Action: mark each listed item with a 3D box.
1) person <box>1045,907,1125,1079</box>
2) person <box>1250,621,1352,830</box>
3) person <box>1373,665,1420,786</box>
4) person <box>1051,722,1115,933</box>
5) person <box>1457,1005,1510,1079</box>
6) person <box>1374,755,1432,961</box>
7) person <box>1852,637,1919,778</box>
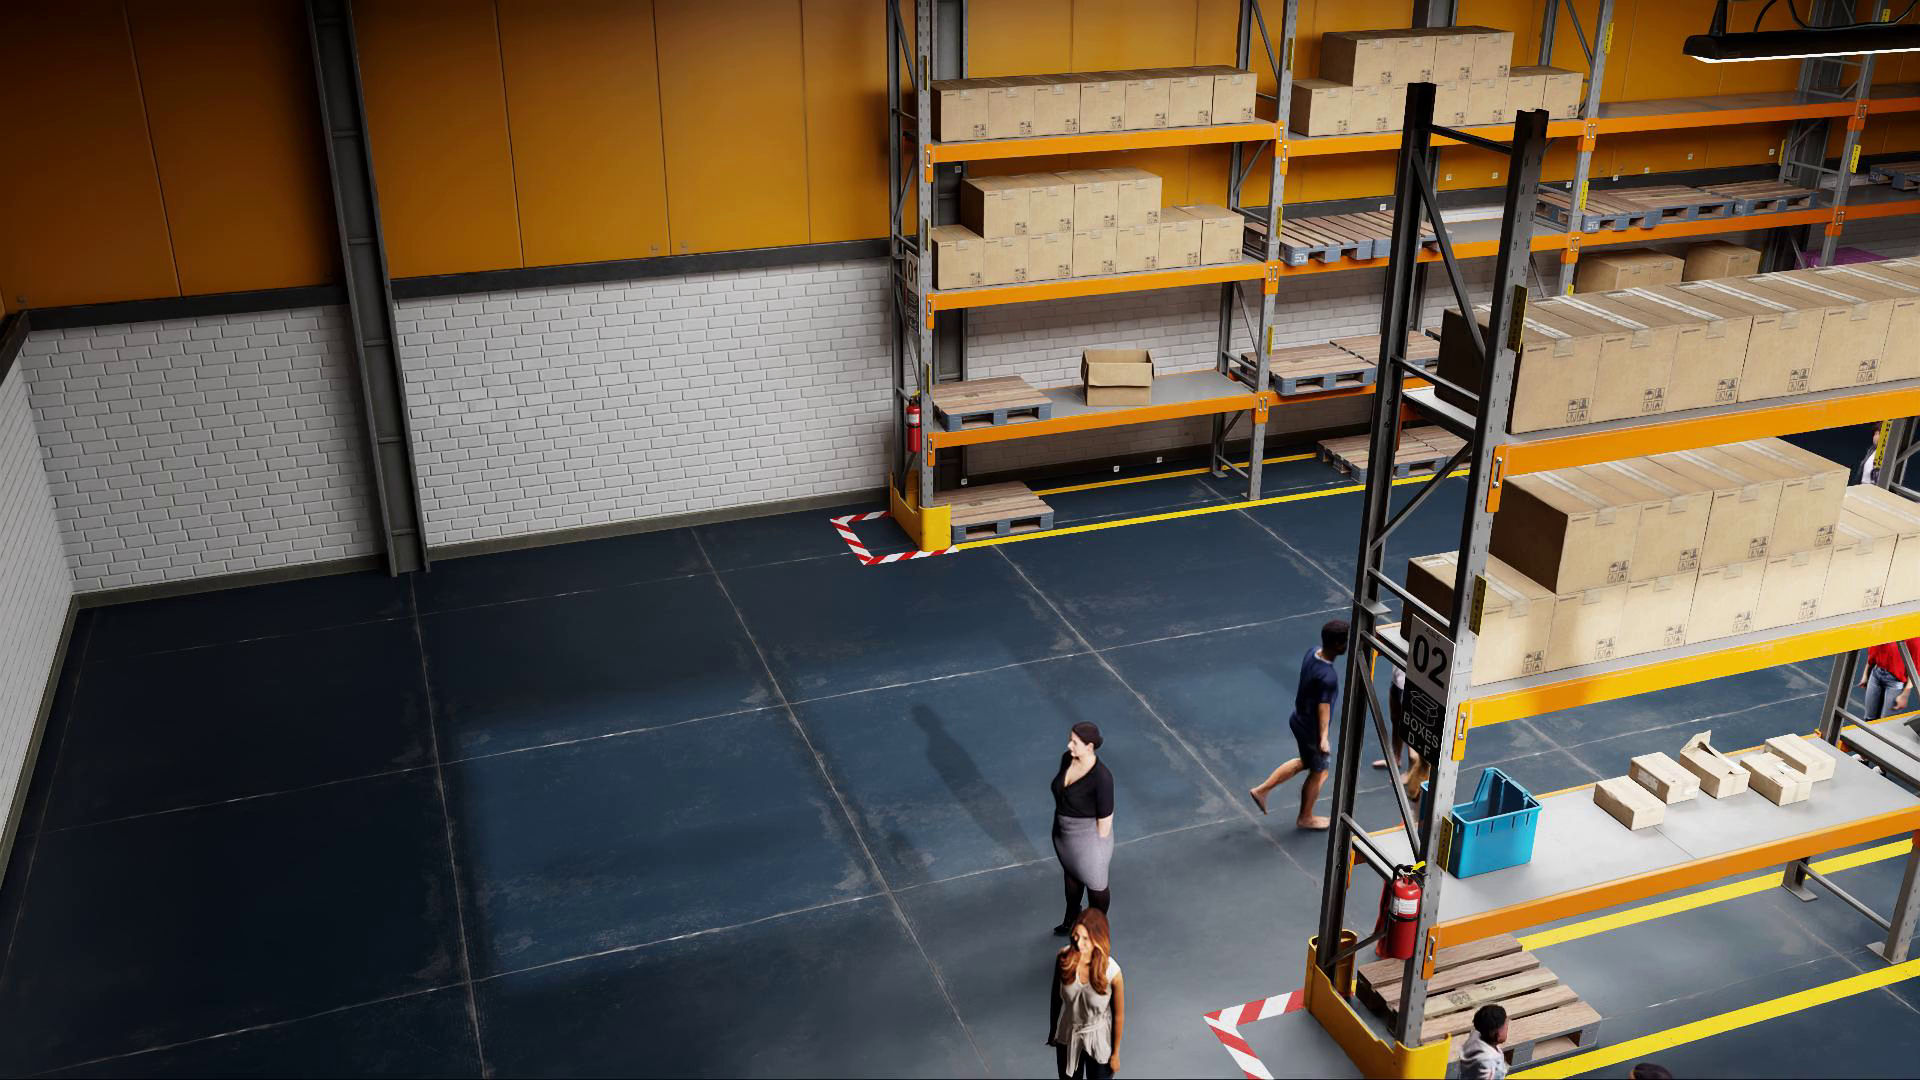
[{"bbox_3d":[0.725,2.849,9.443,0.685,1.785,0.722,14,27,28],"label":"person"},{"bbox_3d":[2.600,1.428,12.653,0.994,1.817,0.831,-3,24,-7],"label":"person"},{"bbox_3d":[3.621,1.160,13.406,0.559,1.705,0.618,-5,24,-11],"label":"person"},{"bbox_3d":[0.851,2.014,11.386,0.696,1.759,0.731,-15,28,-31],"label":"person"},{"bbox_3d":[2.841,3.174,9.398,0.939,1.225,0.716,2,24,5],"label":"person"},{"bbox_3d":[3.072,2.072,11.202,0.712,1.800,0.699,1,24,2],"label":"person"},{"bbox_3d":[7.496,1.156,13.418,0.507,1.703,0.627,-7,25,-16],"label":"person"}]
